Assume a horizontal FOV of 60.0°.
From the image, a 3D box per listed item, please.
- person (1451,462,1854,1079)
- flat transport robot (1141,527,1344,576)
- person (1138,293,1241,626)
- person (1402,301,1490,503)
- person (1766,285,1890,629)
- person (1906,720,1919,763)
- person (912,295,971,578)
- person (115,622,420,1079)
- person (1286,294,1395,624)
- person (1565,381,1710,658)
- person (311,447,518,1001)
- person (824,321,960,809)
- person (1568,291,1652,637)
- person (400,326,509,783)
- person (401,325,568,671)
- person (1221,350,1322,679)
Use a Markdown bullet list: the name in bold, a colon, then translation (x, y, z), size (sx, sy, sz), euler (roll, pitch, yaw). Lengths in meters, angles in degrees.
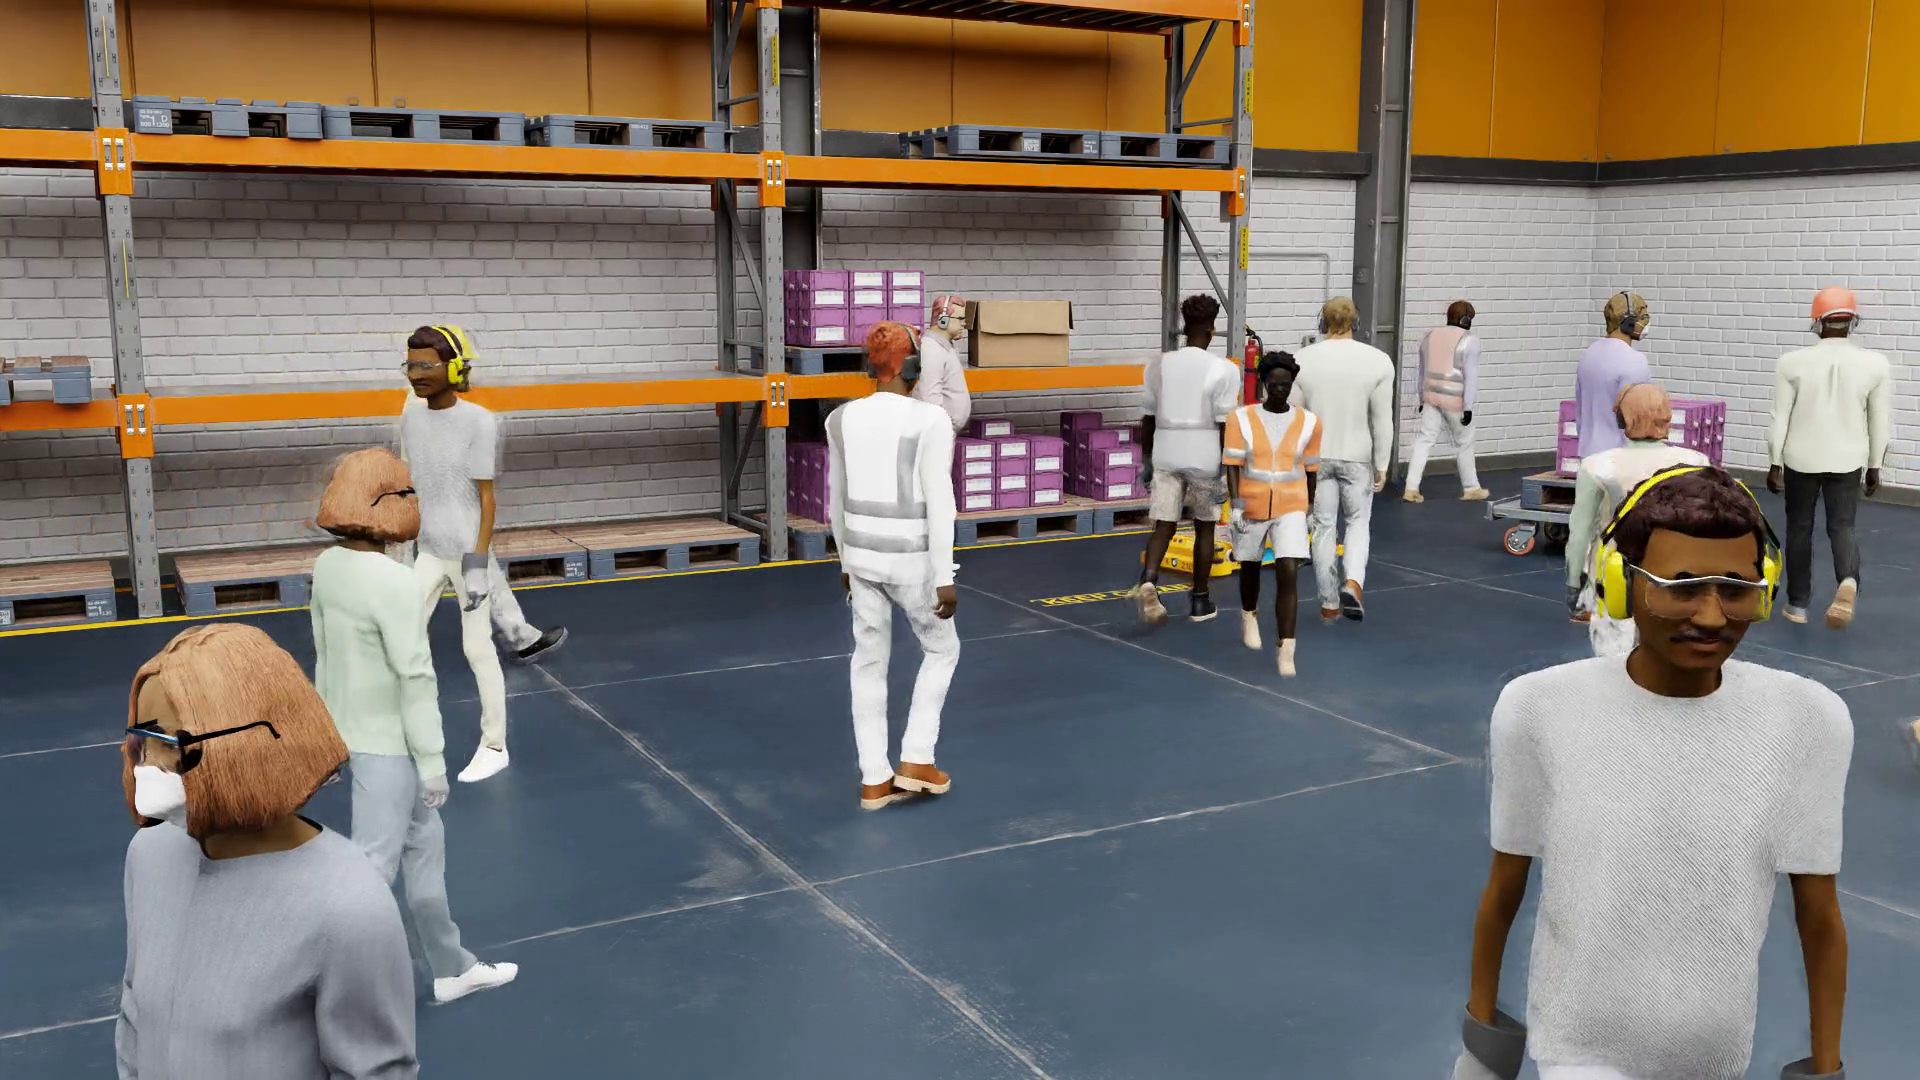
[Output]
- **person**: translation (1.042, 0.771, 2.549), size (0.531, 1.822, 0.967), euler (1, 9, 4)
- **flat transport robot**: translation (2.007, 0.038, 11.624), size (1.431, 0.197, 0.652), euler (-7, 12, -37)
- **person**: translation (1.262, -0.443, 9.526), size (0.628, 1.932, 0.813), euler (5, 11, 28)
- **person**: translation (4.292, -1.210, 14.667), size (0.962, 1.785, 0.664), euler (-8, 12, -39)
- **person**: translation (4.942, -0.455, 9.475), size (0.620, 1.974, 0.768), euler (3, 10, 17)
- **person**: translation (4.136, 0.201, 6.372), size (0.534, 1.674, 0.769), euler (-5, 11, -29)
- **person**: translation (-0.125, -0.684, 11.123), size (0.393, 1.891, 0.639), euler (1, 9, 4)
- **person**: translation (-0.909, 0.910, 2.169), size (0.500, 1.633, 0.282), euler (5, 11, 28)
- **person**: translation (2.165, -0.450, 9.585), size (0.625, 1.922, 0.487), euler (2, 10, 12)
- **person**: translation (2.659, 0.190, 6.556), size (0.544, 1.623, 0.373), euler (1, 9, 7)
- **person**: translation (-1.588, 0.550, 4.431), size (0.808, 1.601, 0.504), euler (-8, 13, -42)
- **person**: translation (-0.223, 0.096, 6.409), size (0.615, 1.867, 0.526), euler (6, 11, 32)
- **person**: translation (3.691, -0.429, 9.401), size (0.370, 1.939, 0.630), euler (-1, 9, -7)
- **person**: translation (-2.059, 0.091, 6.546), size (0.521, 1.843, 0.728), euler (4, 10, 24)
- **person**: translation (-2.552, -0.198, 8.468), size (0.964, 1.774, 0.603), euler (-6, 11, -35)
- **person**: translation (1.618, -0.172, 8.715), size (0.517, 1.664, 0.849), euler (1, 9, 8)
